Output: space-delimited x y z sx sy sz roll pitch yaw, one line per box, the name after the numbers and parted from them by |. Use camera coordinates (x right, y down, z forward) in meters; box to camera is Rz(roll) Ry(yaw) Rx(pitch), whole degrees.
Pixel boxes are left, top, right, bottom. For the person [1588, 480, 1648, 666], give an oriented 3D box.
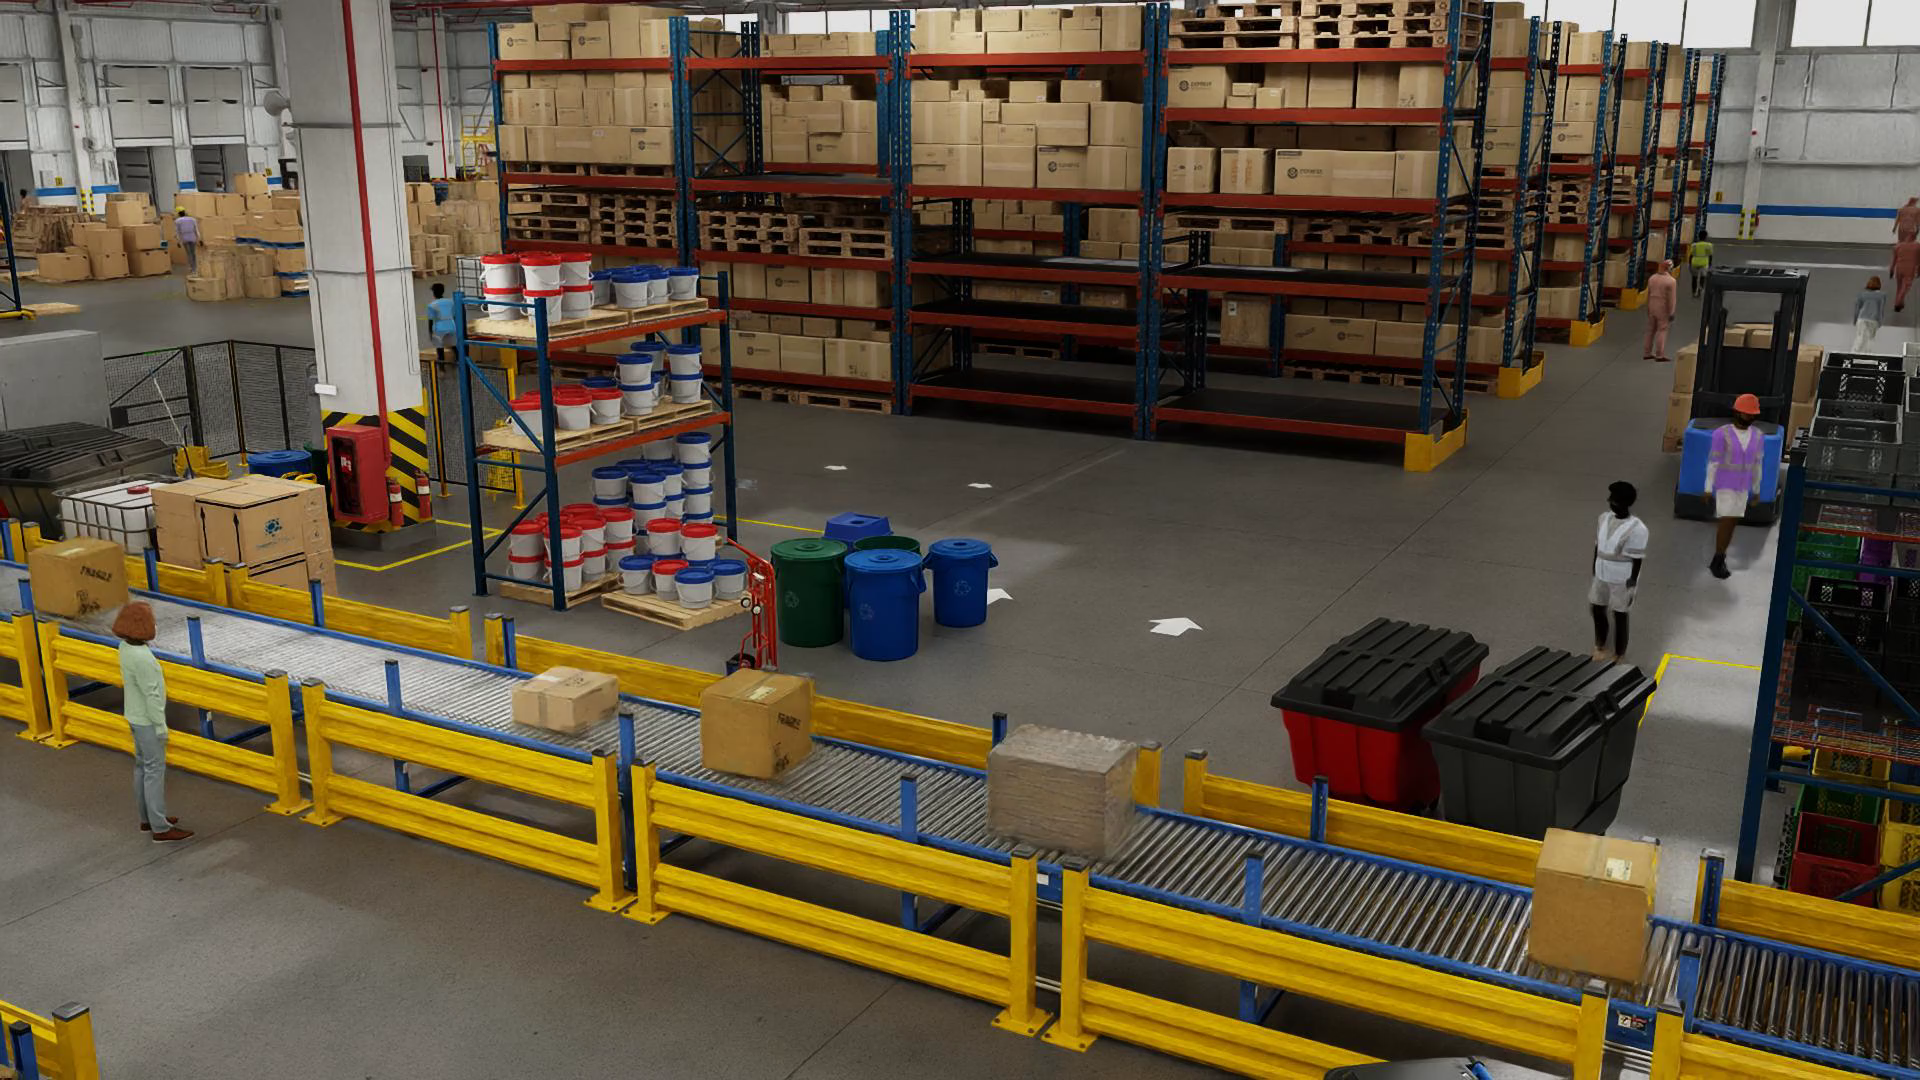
5.580 0.321 14.164 0.320 1.696 0.539 -6 16 -22 | person

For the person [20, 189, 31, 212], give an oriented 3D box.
-33.373 -11.733 59.545 0.534 1.663 0.865 14 21 43 | person

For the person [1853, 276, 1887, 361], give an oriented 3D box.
16.884 -4.096 30.934 0.503 1.614 0.673 12 19 37 | person

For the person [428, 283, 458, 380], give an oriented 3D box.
-8.985 -3.645 29.099 0.644 1.677 0.460 -13 20 -40 | person

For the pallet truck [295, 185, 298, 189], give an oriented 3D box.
-26.804 -14.617 69.738 1.885 1.965 0.823 -14 20 -42 | pallet truck

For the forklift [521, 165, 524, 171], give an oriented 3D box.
-17.031 -13.602 64.232 1.873 2.768 1.129 1 15 2 | forklift

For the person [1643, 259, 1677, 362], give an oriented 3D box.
13.141 -4.294 31.129 0.398 1.899 0.647 -6 16 -21 | person

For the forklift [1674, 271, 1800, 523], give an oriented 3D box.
9.269 -1.763 19.726 1.129 2.768 1.873 8 17 27 | forklift

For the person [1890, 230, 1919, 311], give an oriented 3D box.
21.906 -6.239 38.529 0.995 1.855 0.626 -12 19 -38 | person

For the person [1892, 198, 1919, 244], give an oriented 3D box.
29.032 -9.551 50.967 0.721 1.856 0.816 14 20 41 | person

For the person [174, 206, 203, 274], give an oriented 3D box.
-21.706 -8.427 46.717 0.665 1.865 0.877 -13 19 -39 | person

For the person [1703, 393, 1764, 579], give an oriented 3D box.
7.914 -0.540 16.956 0.564 1.921 0.585 -2 15 -8 | person

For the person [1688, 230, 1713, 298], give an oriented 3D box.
18.163 -6.774 40.843 0.547 1.681 0.517 6 16 22 | person

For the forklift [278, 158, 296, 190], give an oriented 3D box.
-22.529 -11.525 56.427 1.873 2.768 1.129 8 17 28 | forklift

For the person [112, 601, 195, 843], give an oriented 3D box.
-5.359 1.195 10.992 0.288 1.634 0.499 -13 20 -40 | person

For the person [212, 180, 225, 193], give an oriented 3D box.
-26.736 -12.035 60.152 0.629 1.936 0.372 10 18 33 | person

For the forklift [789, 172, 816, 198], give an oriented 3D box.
-5.072 -10.804 53.713 1.129 2.768 1.873 8 17 28 | forklift
